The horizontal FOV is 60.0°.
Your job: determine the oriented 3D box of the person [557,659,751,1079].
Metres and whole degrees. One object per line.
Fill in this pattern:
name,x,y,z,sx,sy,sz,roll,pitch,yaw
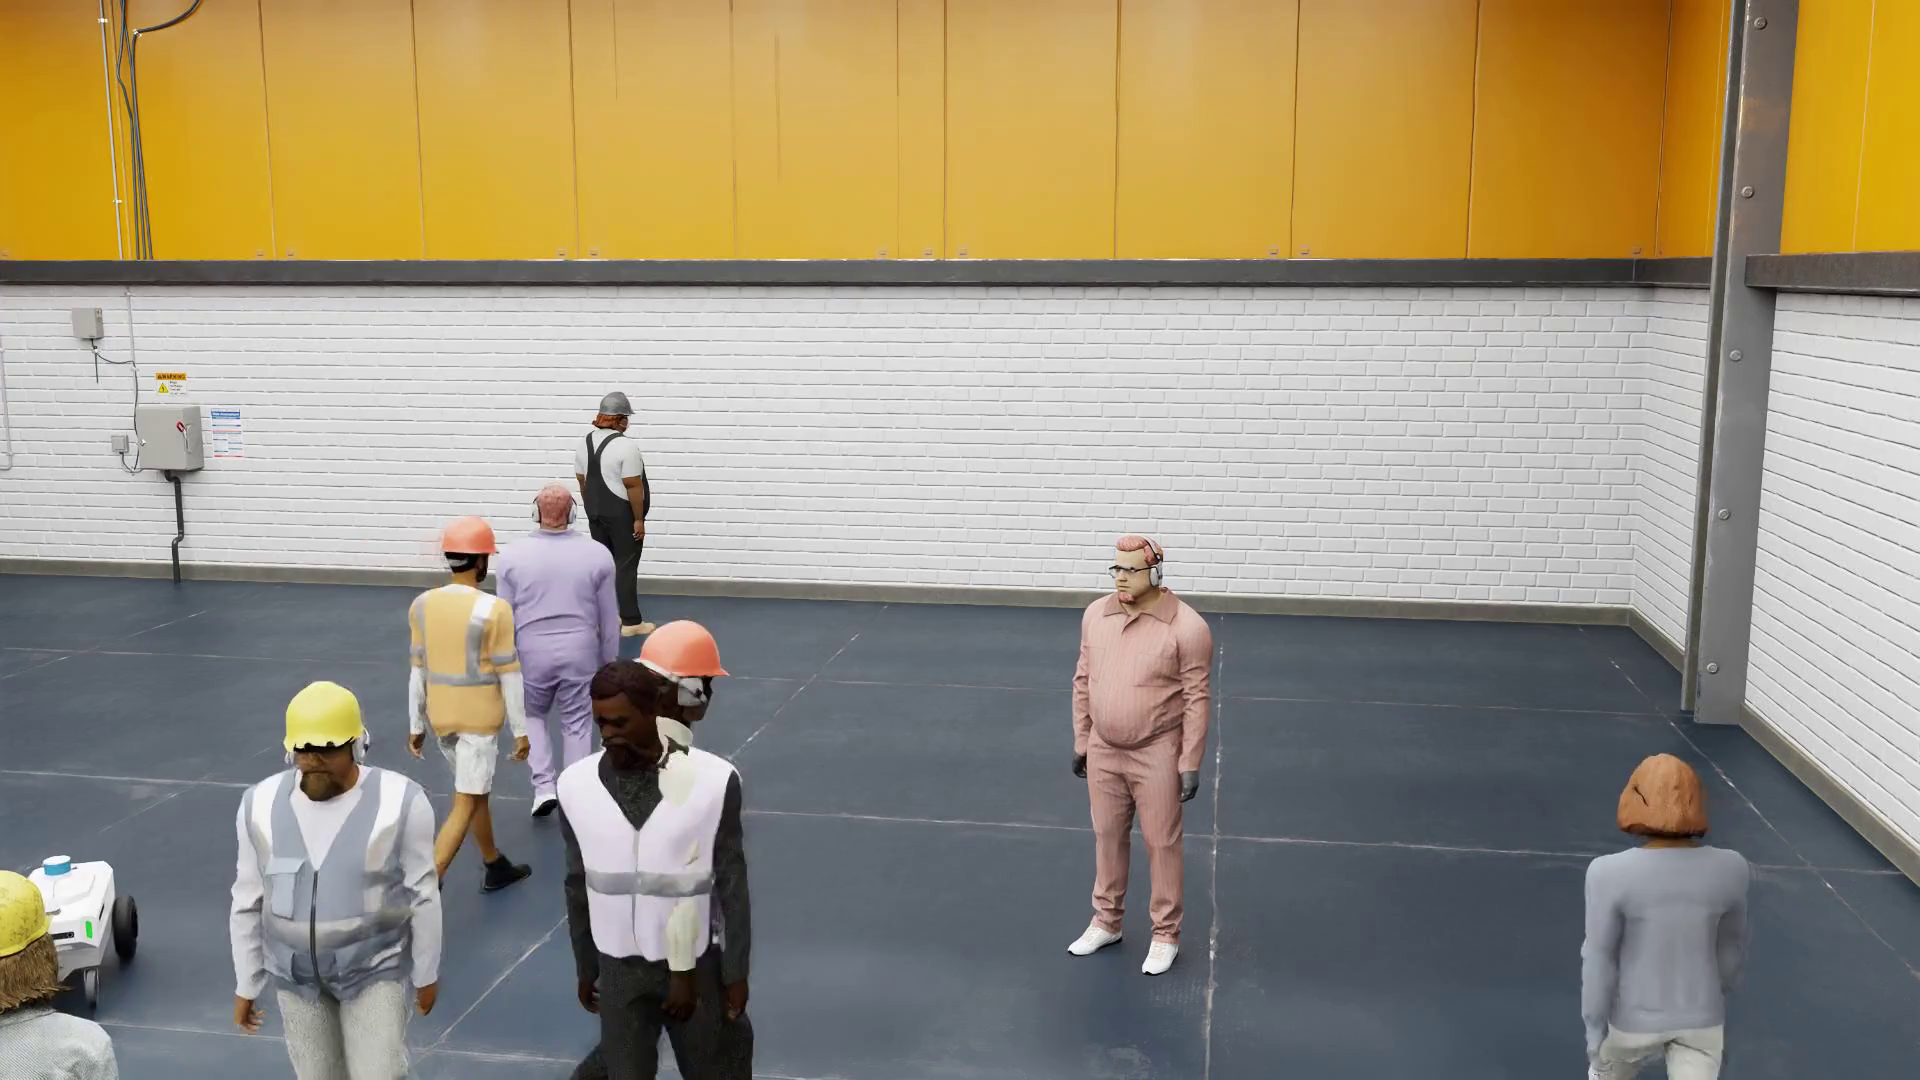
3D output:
person,-0.933,1.266,5.221,0.603,1.885,0.829,1,9,3

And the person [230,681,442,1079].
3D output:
person,-1.906,1.313,5.093,0.607,1.821,0.414,0,9,-1

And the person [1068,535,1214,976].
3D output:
person,0.755,0.920,7.237,0.651,1.907,0.409,6,11,35

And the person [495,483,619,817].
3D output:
person,-2.194,0.627,9.090,0.668,1.887,0.441,-3,10,-17

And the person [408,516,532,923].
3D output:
person,-2.354,0.845,7.781,0.578,1.900,0.937,4,10,24

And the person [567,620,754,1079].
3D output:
person,-0.999,1.227,5.255,0.950,1.950,0.632,-5,11,-30

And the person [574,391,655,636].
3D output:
person,-2.843,-0.229,13.908,0.689,2.000,0.537,7,11,36

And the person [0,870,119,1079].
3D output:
person,-2.080,1.576,3.691,0.493,1.743,0.295,-2,9,-12

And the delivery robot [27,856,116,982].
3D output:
delivery robot,-3.797,1.581,7.029,0.477,0.478,0.707,-3,10,-21

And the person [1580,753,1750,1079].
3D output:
person,2.099,1.426,5.060,0.515,1.603,0.794,1,9,3
